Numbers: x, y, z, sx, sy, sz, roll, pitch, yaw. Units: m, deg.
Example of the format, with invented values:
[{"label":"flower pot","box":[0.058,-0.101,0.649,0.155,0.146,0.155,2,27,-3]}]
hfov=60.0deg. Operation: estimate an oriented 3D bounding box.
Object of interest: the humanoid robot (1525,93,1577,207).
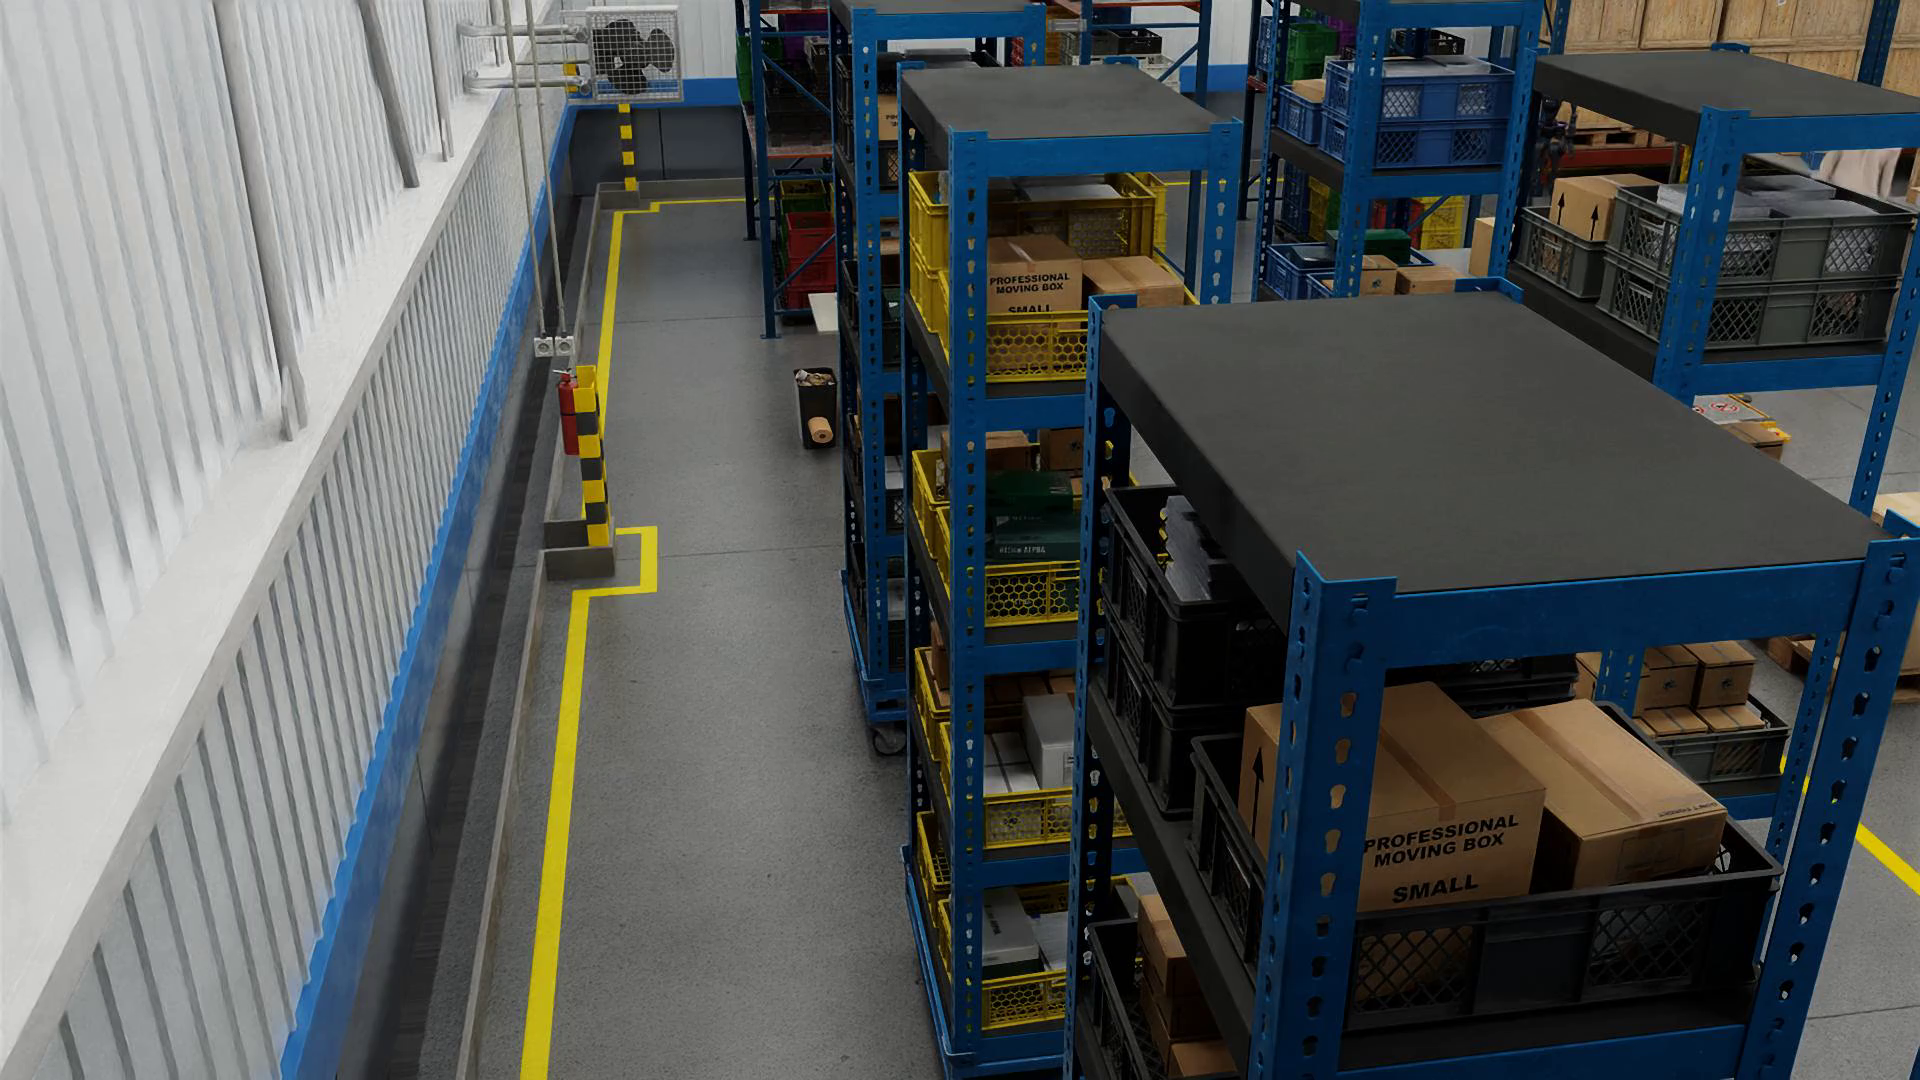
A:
[{"label":"humanoid robot","box":[6.393,-4.353,18.074,0.598,1.647,0.327,14,28,28]}]

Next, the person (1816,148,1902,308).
[{"label":"person","box":[7.965,-3.020,14.865,0.649,1.930,0.866,5,25,10]}]

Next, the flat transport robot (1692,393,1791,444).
[{"label":"flat transport robot","box":[5.224,-0.859,12.132,1.431,0.197,0.652,-4,25,-8]}]
